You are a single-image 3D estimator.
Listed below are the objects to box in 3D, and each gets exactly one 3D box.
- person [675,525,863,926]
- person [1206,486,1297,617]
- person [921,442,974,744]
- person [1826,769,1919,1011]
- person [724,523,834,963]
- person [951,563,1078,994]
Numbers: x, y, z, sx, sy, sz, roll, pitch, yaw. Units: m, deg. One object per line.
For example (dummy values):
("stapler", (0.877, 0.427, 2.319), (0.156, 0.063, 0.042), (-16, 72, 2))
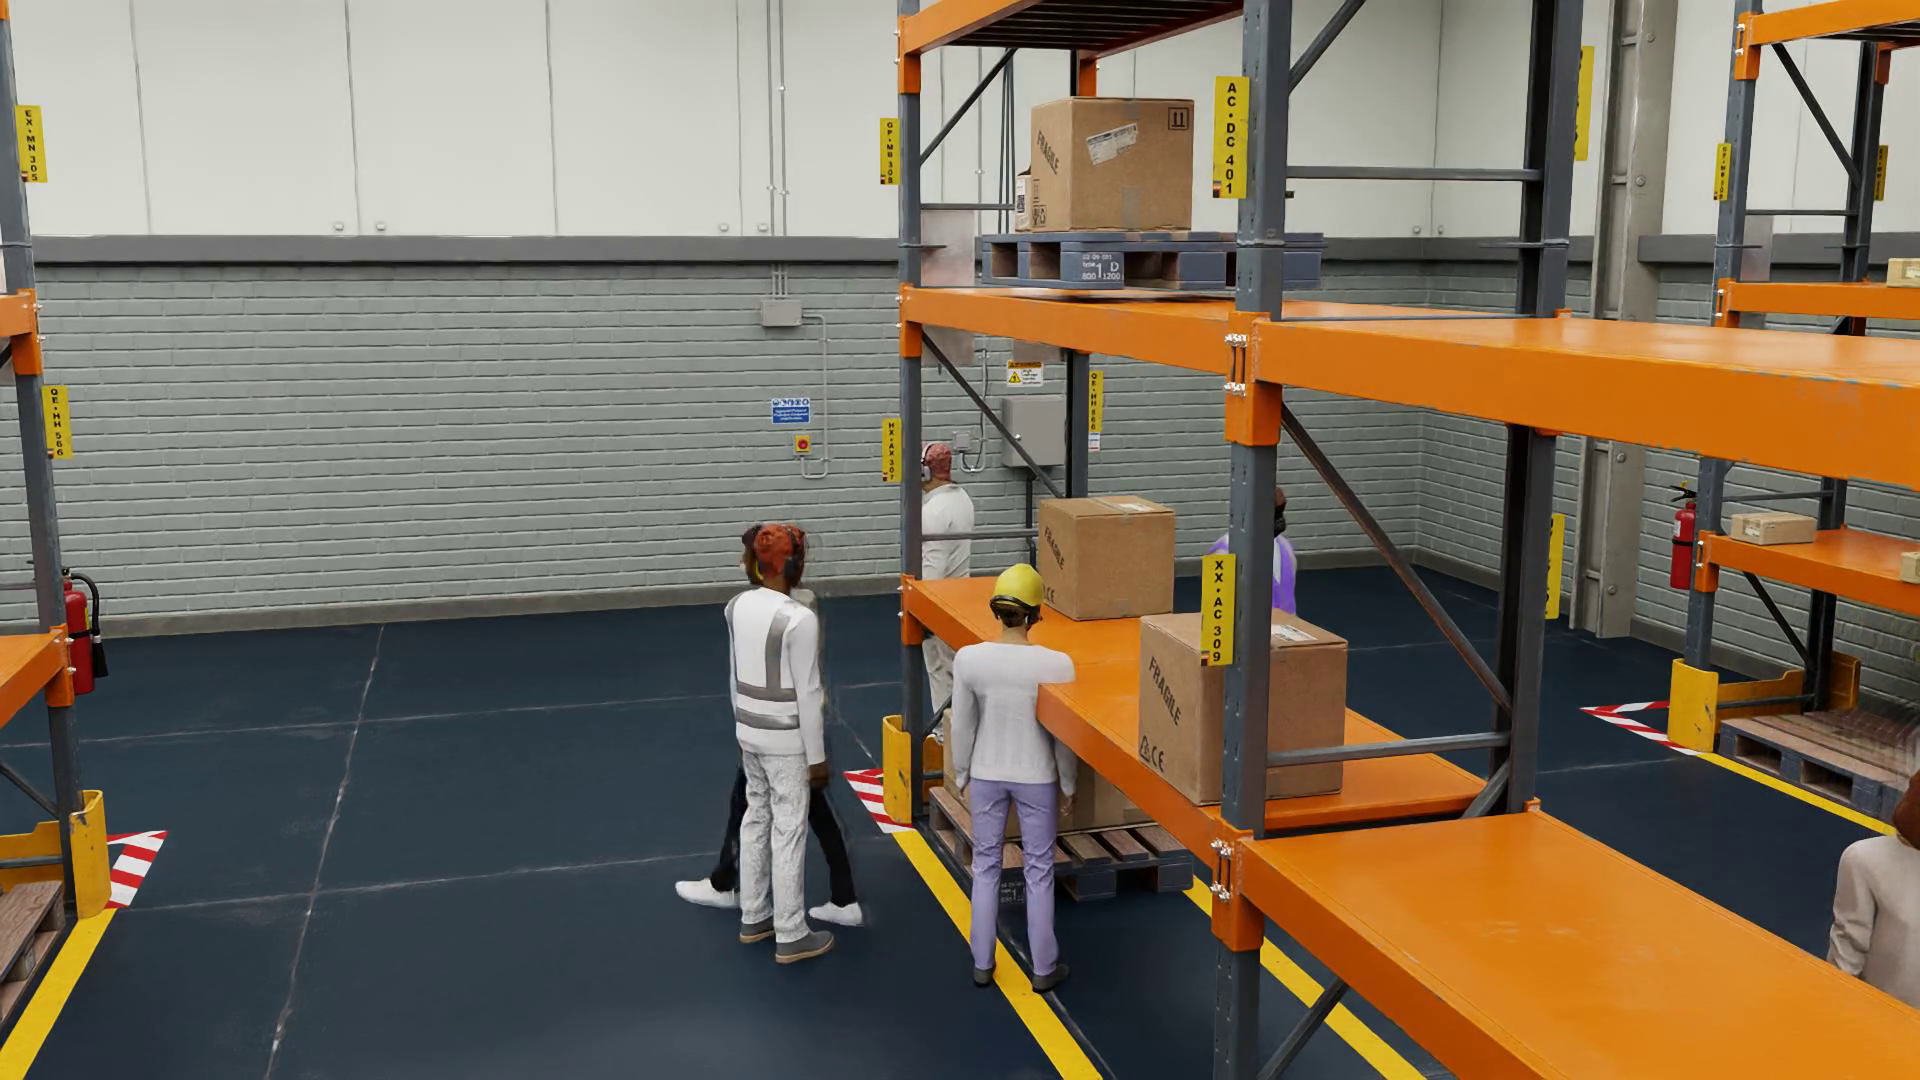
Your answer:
("person", (-0.834, 0.829, 7.489), (0.936, 1.817, 0.498), (7, 12, 34))
("person", (1.539, 0.612, 8.688), (0.628, 1.838, 0.429), (-9, 13, -40))
("person", (-0.141, 0.368, 9.870), (0.401, 1.905, 0.642), (3, 10, 15))
("person", (2.738, 1.400, 4.751), (0.499, 1.633, 0.281), (3, 10, 14))
("person", (-0.784, 0.860, 7.141), (0.348, 1.879, 0.579), (-8, 13, -40))
("person", (0.228, 0.972, 6.818), (0.530, 1.767, 0.328), (3, 10, 16))
